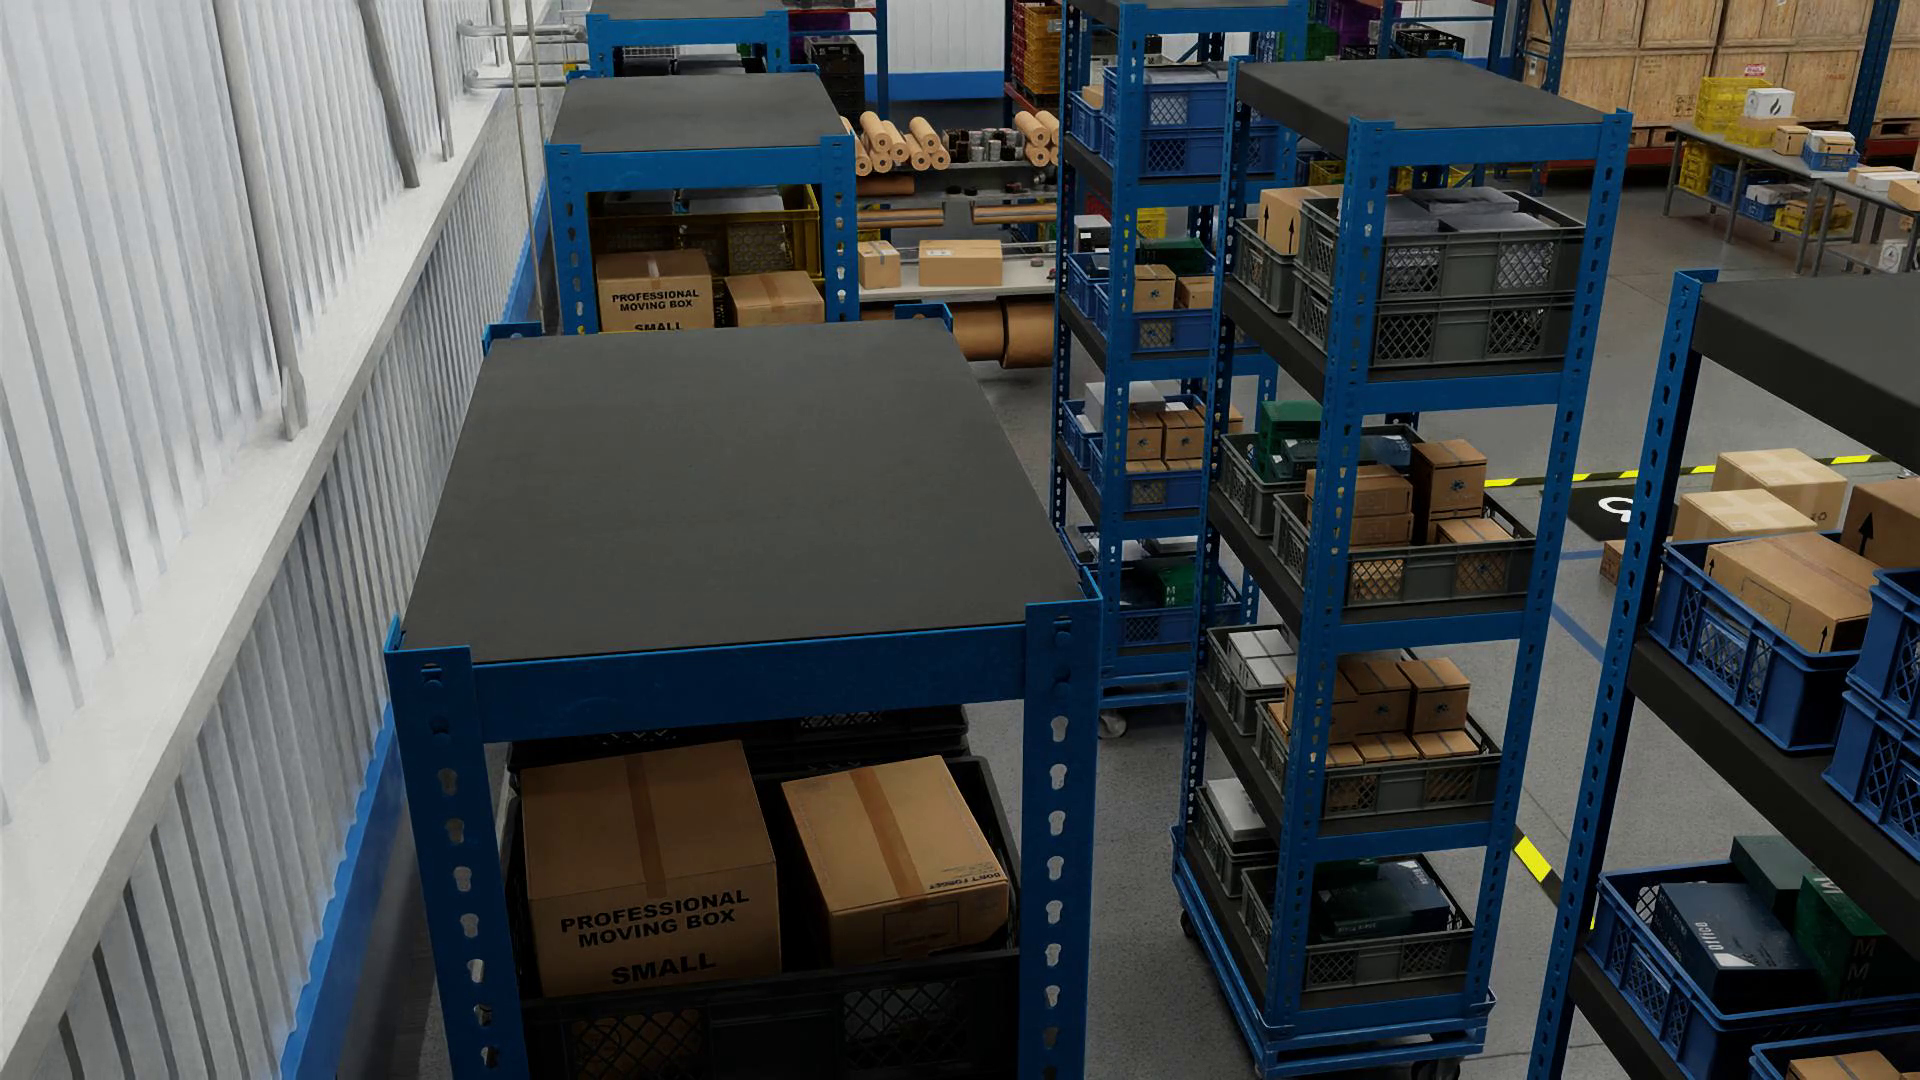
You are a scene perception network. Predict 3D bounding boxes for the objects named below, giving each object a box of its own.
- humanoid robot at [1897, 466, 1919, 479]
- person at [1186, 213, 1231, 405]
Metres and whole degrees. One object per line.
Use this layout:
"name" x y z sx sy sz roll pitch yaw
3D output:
"humanoid robot" 6.431 -1.142 10.866 0.735 1.675 0.533 -11 27 -22
"person" 1.646 -1.278 11.182 0.365 1.852 0.589 -5 25 -11
